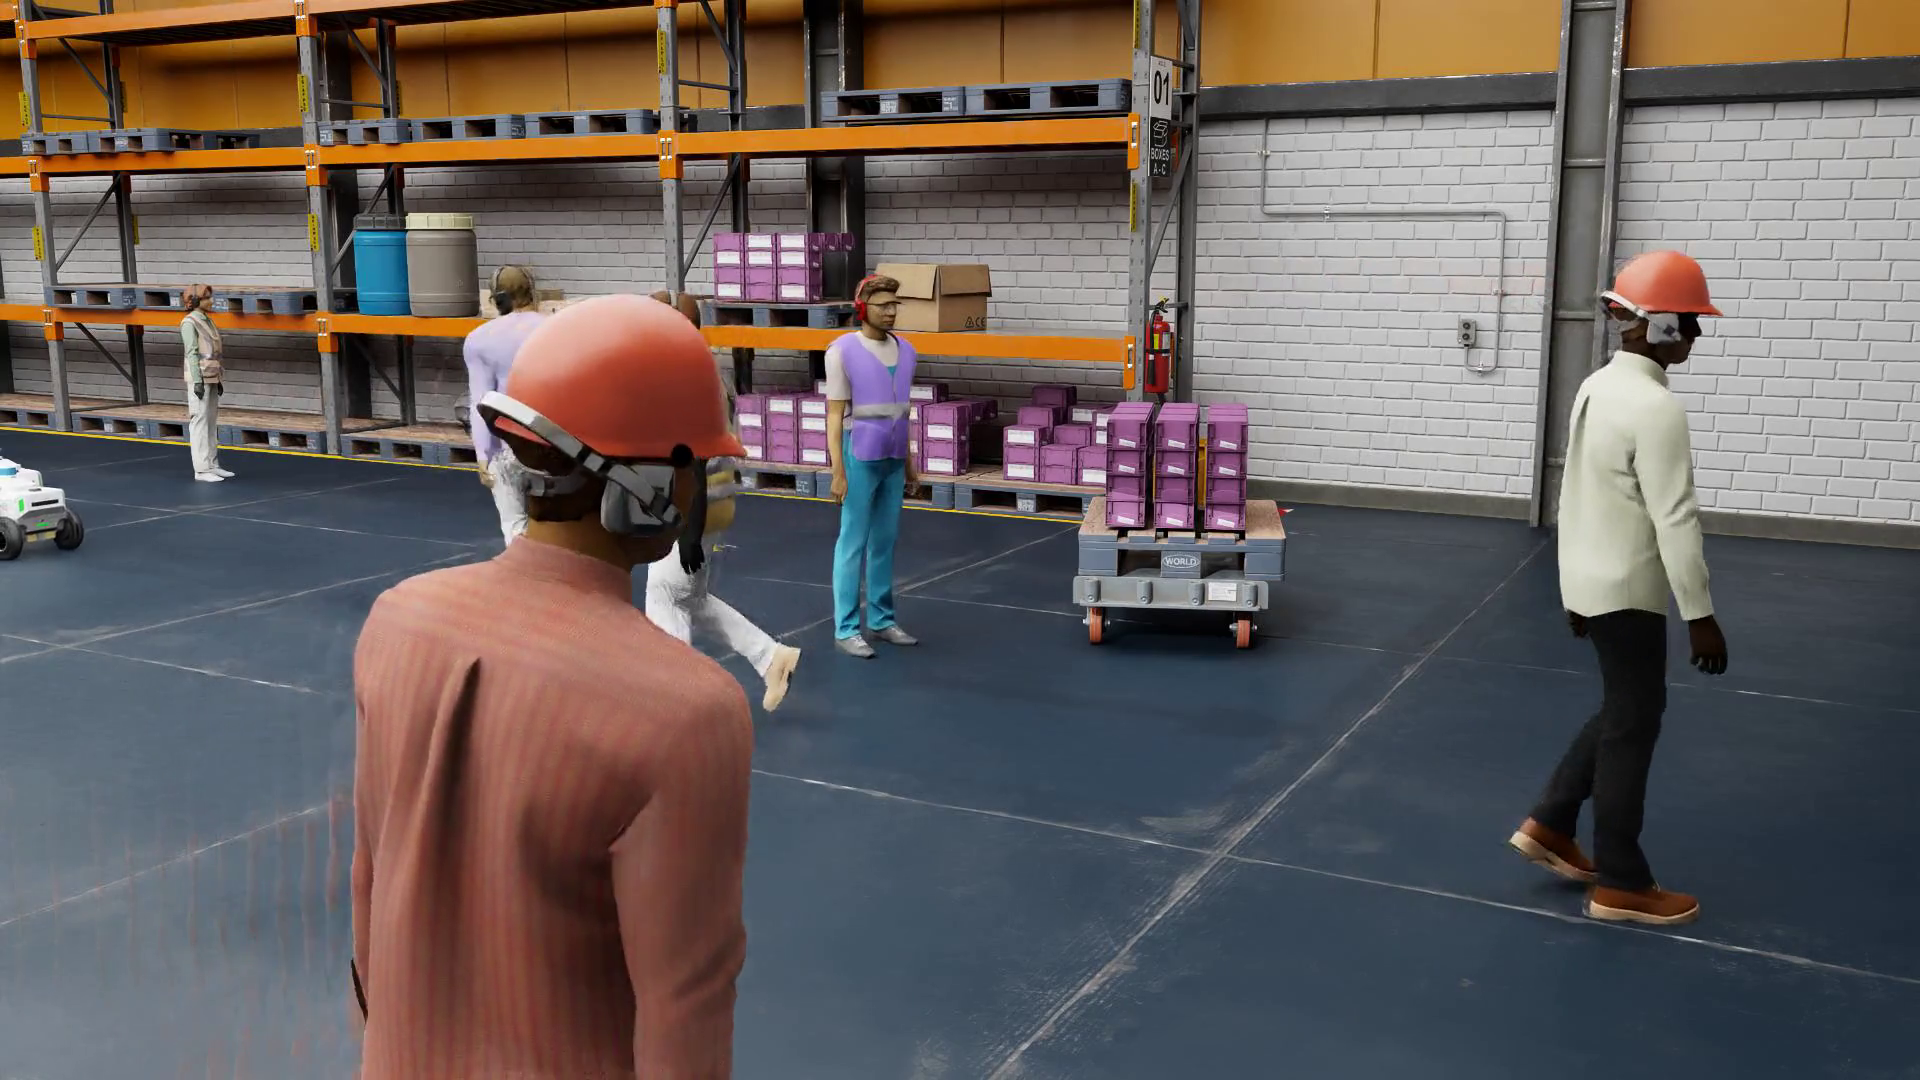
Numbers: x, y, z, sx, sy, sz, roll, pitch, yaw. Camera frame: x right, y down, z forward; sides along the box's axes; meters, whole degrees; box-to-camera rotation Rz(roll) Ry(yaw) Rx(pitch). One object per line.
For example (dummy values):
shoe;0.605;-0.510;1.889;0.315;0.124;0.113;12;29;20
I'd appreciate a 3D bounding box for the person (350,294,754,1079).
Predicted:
person;-0.545;0.704;1.949;0.638;1.962;0.725;6;12;31

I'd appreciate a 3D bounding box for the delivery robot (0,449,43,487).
delivery robot;-6.687;-0.393;11.543;0.707;0.478;0.477;8;13;35

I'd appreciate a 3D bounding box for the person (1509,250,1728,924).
person;1.975;0.156;4.870;0.443;1.982;0.644;1;10;6

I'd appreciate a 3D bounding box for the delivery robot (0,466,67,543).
delivery robot;-6.092;-0.233;10.670;0.707;0.478;0.477;5;12;27

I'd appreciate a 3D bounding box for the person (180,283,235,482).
person;-6.285;-1.307;13.831;0.307;1.644;0.514;-1;10;-7

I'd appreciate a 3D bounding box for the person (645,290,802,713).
person;-1.027;-0.087;6.677;0.694;1.825;0.634;-2;10;-10

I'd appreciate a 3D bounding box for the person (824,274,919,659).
person;-0.439;-0.364;8.102;0.372;1.843;0.570;8;13;39

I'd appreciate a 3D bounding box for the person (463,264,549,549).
person;-2.165;-0.470;8.615;0.737;1.890;0.594;-4;11;-19
